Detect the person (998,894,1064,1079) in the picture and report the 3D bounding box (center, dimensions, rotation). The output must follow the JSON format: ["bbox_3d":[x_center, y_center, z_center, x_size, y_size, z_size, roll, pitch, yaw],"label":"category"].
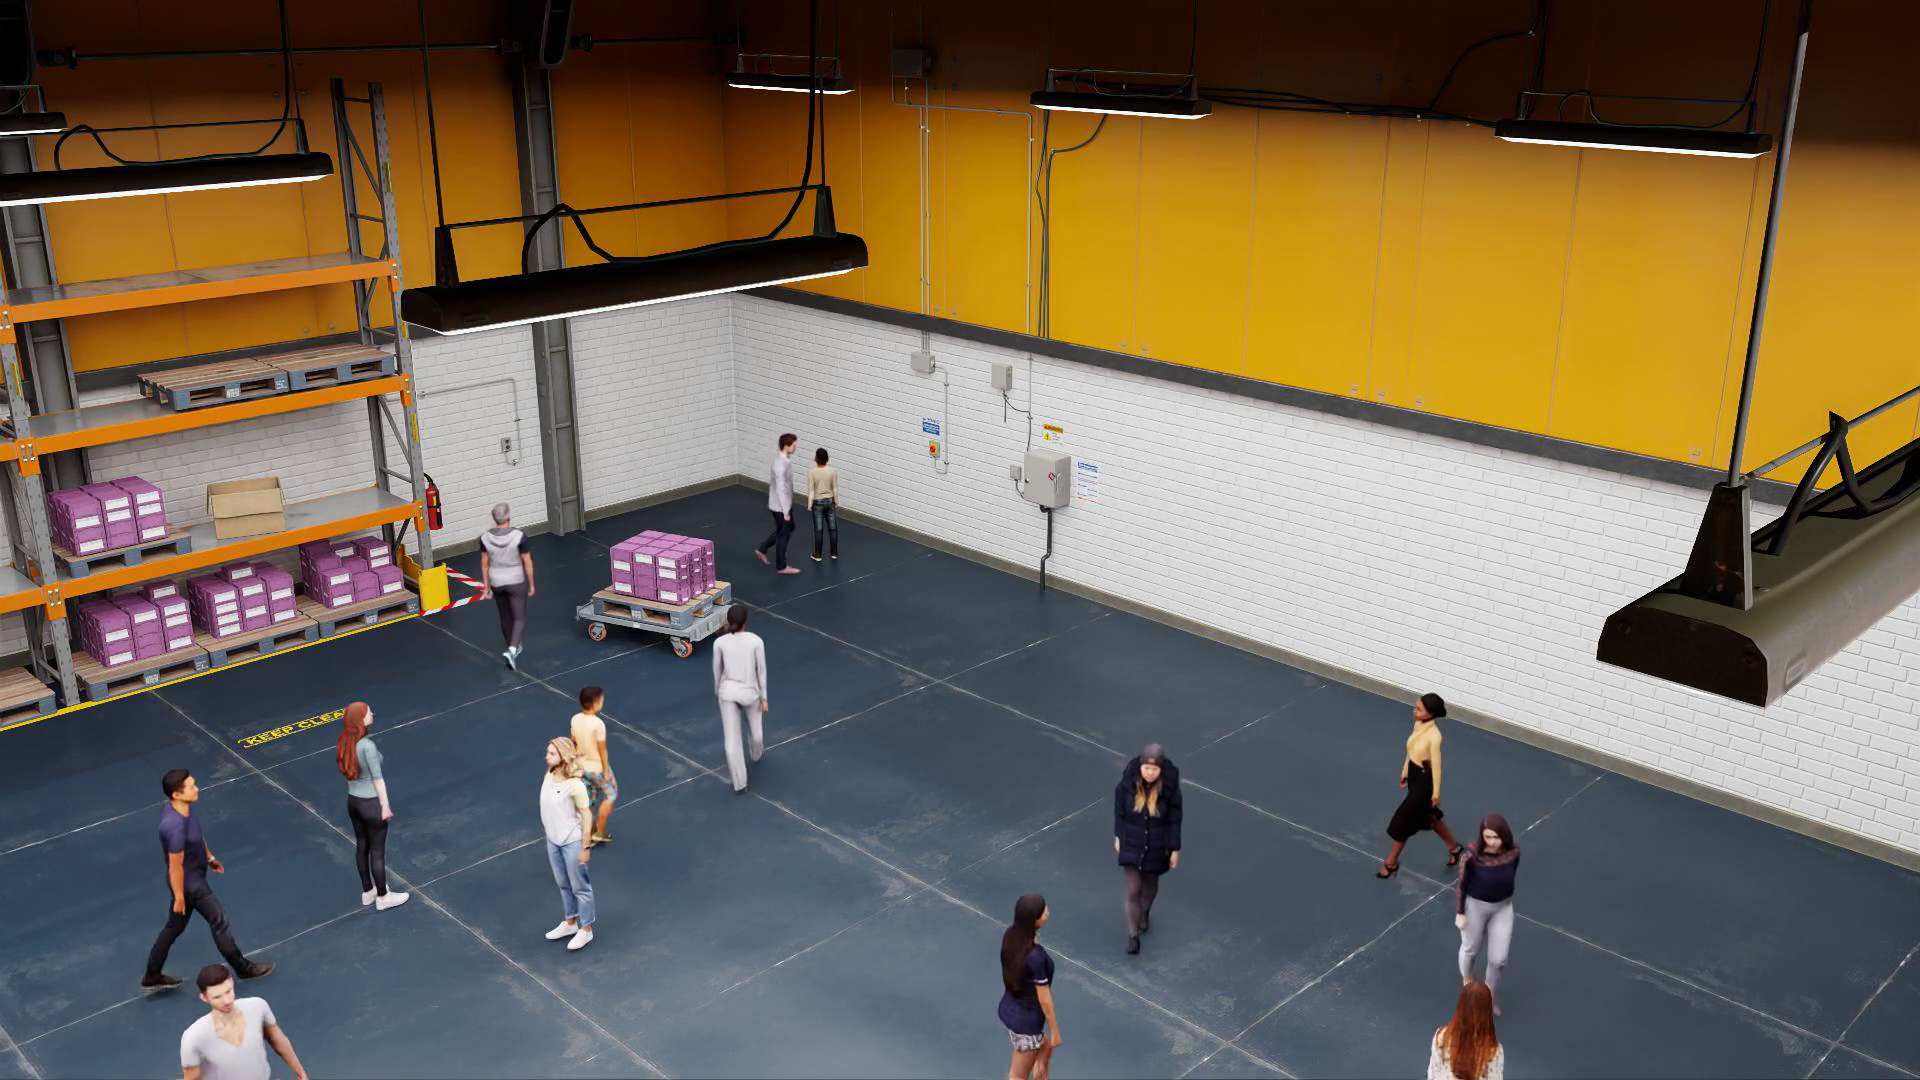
[{"bbox_3d":[0.324,3.014,10.342,0.909,1.747,0.768,-8,20,-22],"label":"person"}]

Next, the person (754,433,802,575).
[{"bbox_3d":[-2.281,-0.435,20.470,1.010,1.821,0.949,-2,19,-7],"label":"person"}]

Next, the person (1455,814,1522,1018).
[{"bbox_3d":[3.724,2.617,11.794,0.770,1.574,0.830,-3,19,-10],"label":"person"}]

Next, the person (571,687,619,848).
[{"bbox_3d":[-3.139,1.945,13.981,0.623,1.452,0.638,9,21,25],"label":"person"}]

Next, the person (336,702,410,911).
[{"bbox_3d":[-4.670,2.087,13.104,0.608,1.742,0.578,13,23,34],"label":"person"}]

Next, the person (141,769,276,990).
[{"bbox_3d":[-5.638,2.473,11.946,1.214,1.749,0.902,-8,20,-24],"label":"person"}]

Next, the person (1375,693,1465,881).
[{"bbox_3d":[3.836,2.018,13.508,1.089,1.615,0.991,-1,19,-4],"label":"person"}]

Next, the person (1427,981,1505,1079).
[{"bbox_3d":[2.819,3.331,9.454,0.728,1.714,0.947,11,21,29],"label":"person"}]

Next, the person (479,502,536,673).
[{"bbox_3d":[-4.818,0.525,17.646,1.149,1.804,1.221,0,19,1],"label":"person"}]

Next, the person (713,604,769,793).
[{"bbox_3d":[-2.000,1.454,15.059,1.093,1.695,1.144,-1,19,-1],"label":"person"}]

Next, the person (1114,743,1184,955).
[{"bbox_3d":[1.428,2.284,12.685,1.011,1.635,1.124,3,19,9],"label":"person"}]

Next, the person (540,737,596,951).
[{"bbox_3d":[-2.956,2.272,12.585,0.642,1.722,0.565,14,23,36],"label":"person"}]

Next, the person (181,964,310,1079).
[{"bbox_3d":[-4.239,3.227,9.639,1.050,1.794,1.168,11,21,29],"label":"person"}]

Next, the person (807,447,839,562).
[{"bbox_3d":[-1.732,-0.460,21.102,0.570,1.465,0.684,-7,20,-19],"label":"person"}]
